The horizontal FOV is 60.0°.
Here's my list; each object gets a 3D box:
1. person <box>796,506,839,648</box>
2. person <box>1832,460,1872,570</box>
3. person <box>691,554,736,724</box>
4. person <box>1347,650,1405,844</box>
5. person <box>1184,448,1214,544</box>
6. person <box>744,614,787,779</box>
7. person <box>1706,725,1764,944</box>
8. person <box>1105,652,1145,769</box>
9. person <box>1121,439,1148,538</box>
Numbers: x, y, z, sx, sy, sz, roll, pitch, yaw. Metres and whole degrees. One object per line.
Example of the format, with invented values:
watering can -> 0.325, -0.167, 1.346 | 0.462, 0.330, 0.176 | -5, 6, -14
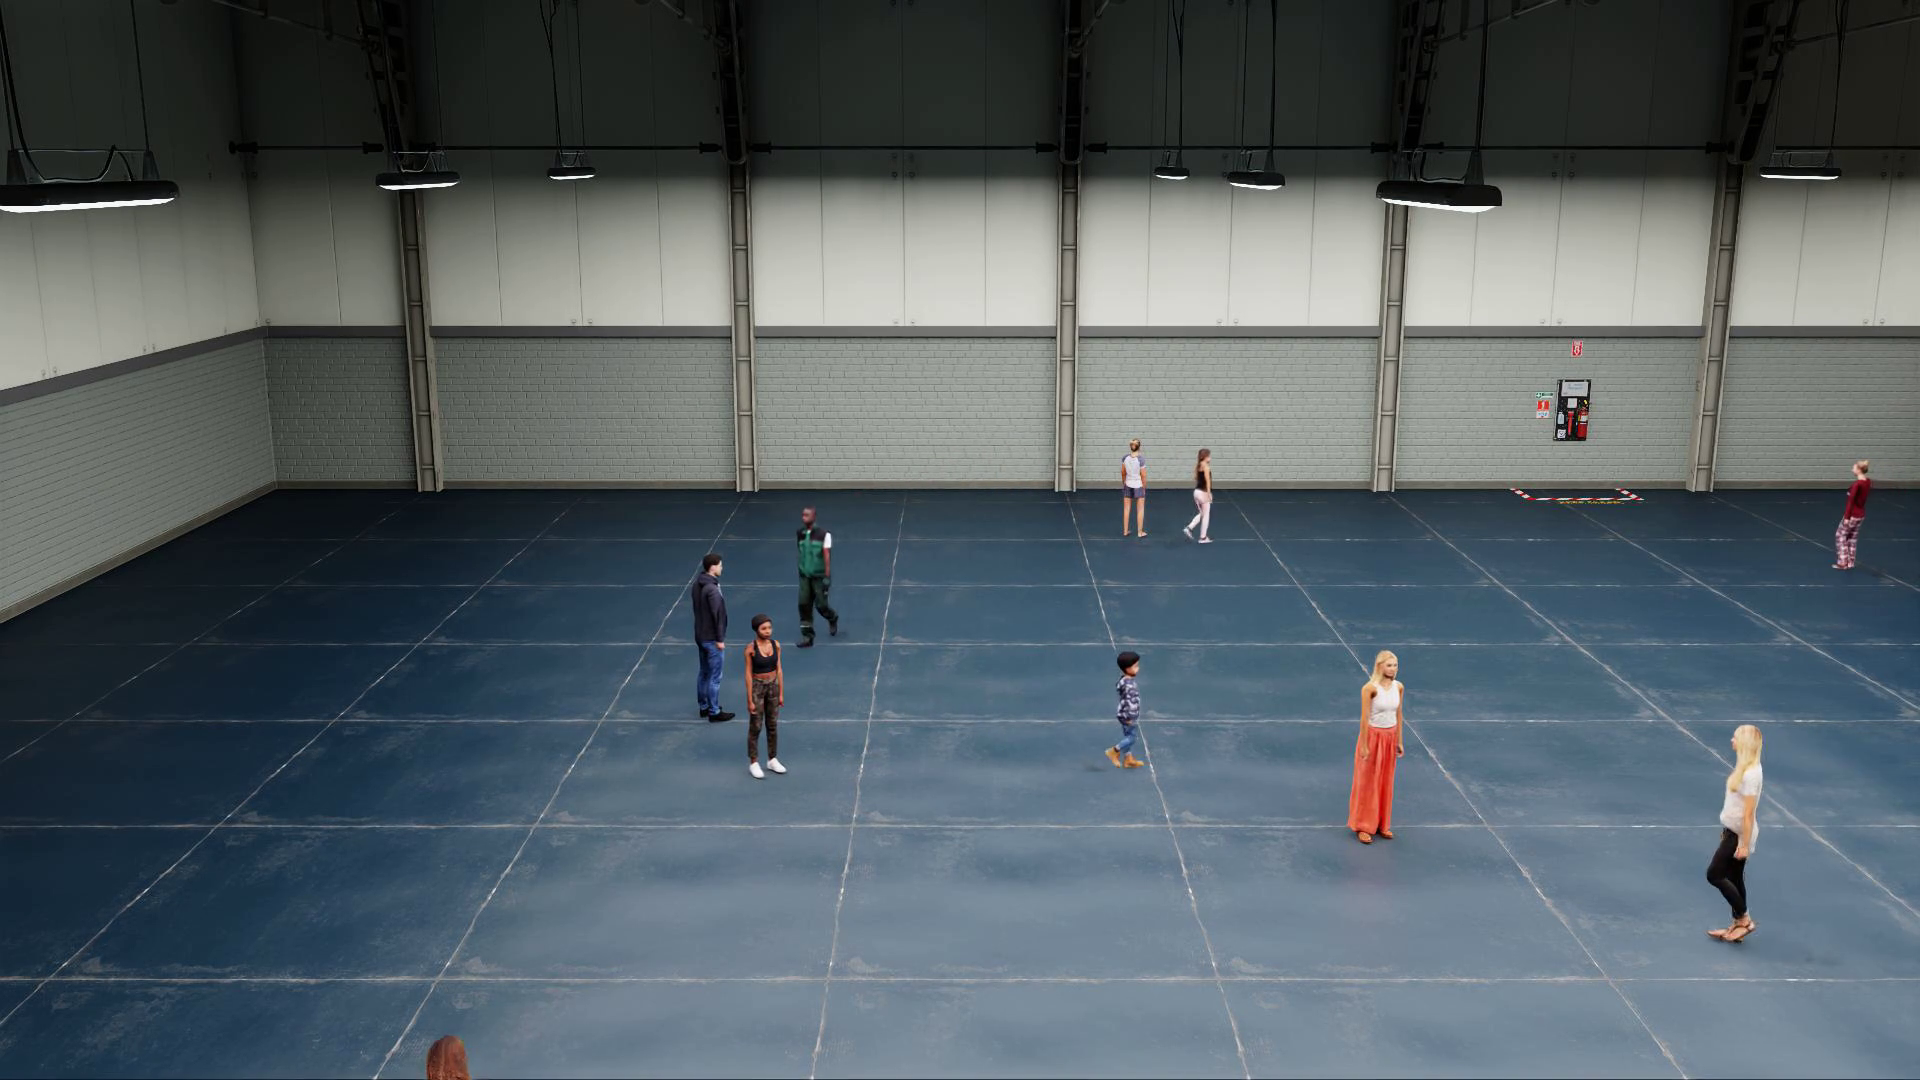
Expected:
person -> -1.831, 0.456, 21.342 | 1.075, 1.823, 1.021 | 7, 15, 27
person -> 13.601, -0.374, 25.213 | 0.718, 1.695, 0.807 | -9, 16, -35
person -> -2.791, 1.078, 18.508 | 0.777, 1.890, 0.760 | -9, 16, -34
person -> 3.840, 1.871, 15.273 | 0.659, 1.806, 0.777 | -6, 14, -24
person -> 3.872, -0.708, 26.974 | 0.780, 1.550, 0.657 | -5, 14, -20
person -> -1.994, 1.557, 16.865 | 0.625, 1.698, 0.715 | -9, 16, -33
person -> 6.264, 2.358, 13.149 | 0.742, 1.815, 0.721 | 4, 14, 19
person -> 1.680, 1.751, 17.035 | 0.617, 1.245, 0.497 | 0, 13, 1
person -> 2.881, -0.868, 27.502 | 0.602, 1.624, 0.715 | 7, 15, 26
